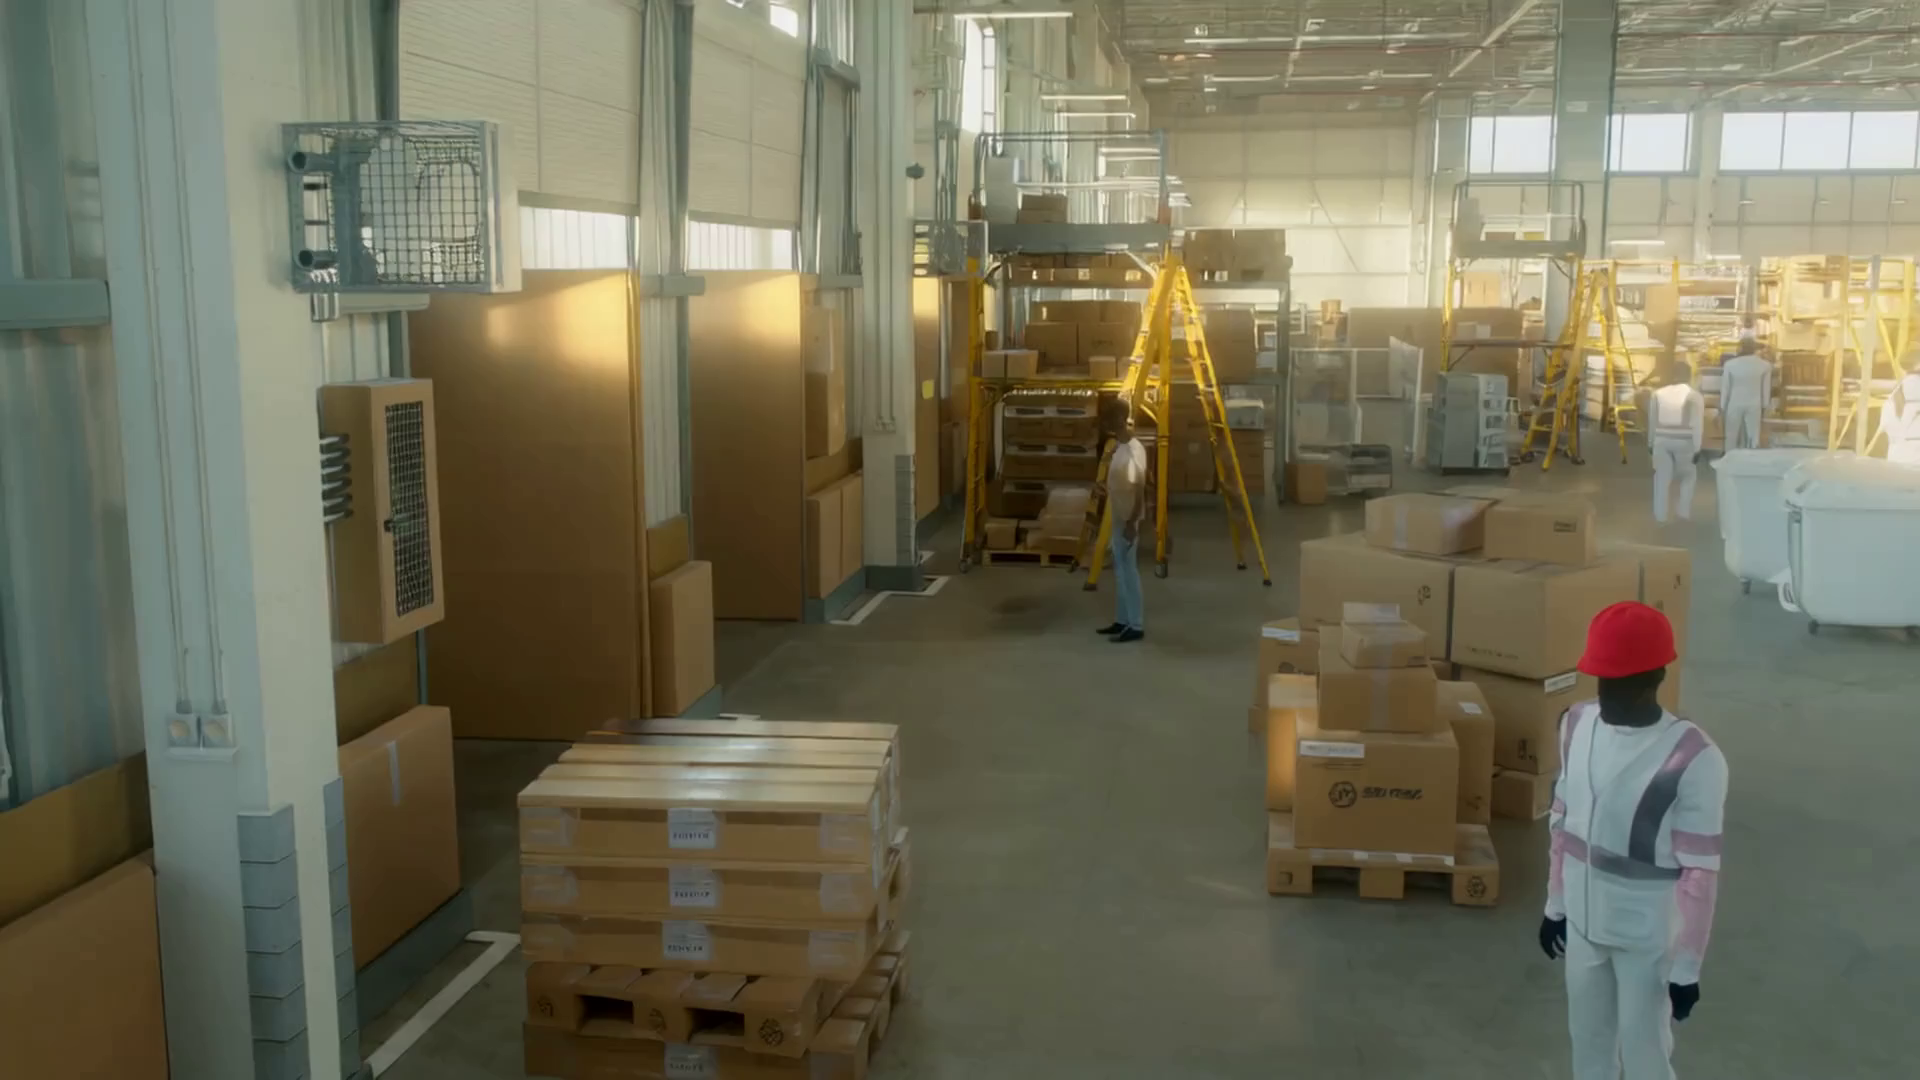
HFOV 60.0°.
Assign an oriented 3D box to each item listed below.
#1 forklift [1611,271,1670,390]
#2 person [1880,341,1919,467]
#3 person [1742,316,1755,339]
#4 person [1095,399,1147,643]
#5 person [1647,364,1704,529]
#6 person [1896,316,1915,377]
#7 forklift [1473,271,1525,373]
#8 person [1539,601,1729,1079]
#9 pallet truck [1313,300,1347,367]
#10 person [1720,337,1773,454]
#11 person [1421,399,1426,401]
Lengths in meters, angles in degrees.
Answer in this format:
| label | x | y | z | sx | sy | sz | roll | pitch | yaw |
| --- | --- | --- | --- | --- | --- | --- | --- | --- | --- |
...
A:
| label | x | y | z | sx | sy | sz | roll | pitch | yaw |
| --- | --- | --- | --- | --- | --- | --- | --- | --- | --- |
| forklift | 16.250 | -4.896 | 38.963 | 1.873 | 2.768 | 1.129 | 1 | 9 | 9 |
| person | 11.035 | -1.307 | 19.407 | 0.678 | 2.000 | 0.536 | -9 | 13 | -44 |
| person | 19.986 | -4.832 | 42.208 | 0.317 | 1.695 | 0.540 | 7 | 12 | 37 |
| person | 1.252 | -0.146 | 12.772 | 0.328 | 1.874 | 0.512 | -2 | 9 | -11 |
| person | 7.932 | -1.035 | 18.396 | 0.722 | 1.817 | 0.651 | -9 | 13 | -44 |
| person | 19.563 | -3.694 | 34.480 | 0.384 | 1.924 | 0.593 | 5 | 11 | 30 |
| forklift | 14.324 | -5.915 | 45.245 | 1.873 | 2.768 | 1.129 | -3 | 10 | -17 |
| person | 1.921 | 1.116 | 4.852 | 0.395 | 1.918 | 0.586 | -4 | 10 | -22 |
| pallet truck | 11.159 | -6.200 | 49.718 | 0.823 | 1.965 | 1.885 | 4 | 10 | 26 |
| person | 10.889 | -1.846 | 23.079 | 0.631 | 1.931 | 0.365 | 4 | 10 | 21 |
| person | 10.241 | -3.964 | 36.178 | 0.646 | 1.917 | 0.552 | -3 | 10 | -18 |
